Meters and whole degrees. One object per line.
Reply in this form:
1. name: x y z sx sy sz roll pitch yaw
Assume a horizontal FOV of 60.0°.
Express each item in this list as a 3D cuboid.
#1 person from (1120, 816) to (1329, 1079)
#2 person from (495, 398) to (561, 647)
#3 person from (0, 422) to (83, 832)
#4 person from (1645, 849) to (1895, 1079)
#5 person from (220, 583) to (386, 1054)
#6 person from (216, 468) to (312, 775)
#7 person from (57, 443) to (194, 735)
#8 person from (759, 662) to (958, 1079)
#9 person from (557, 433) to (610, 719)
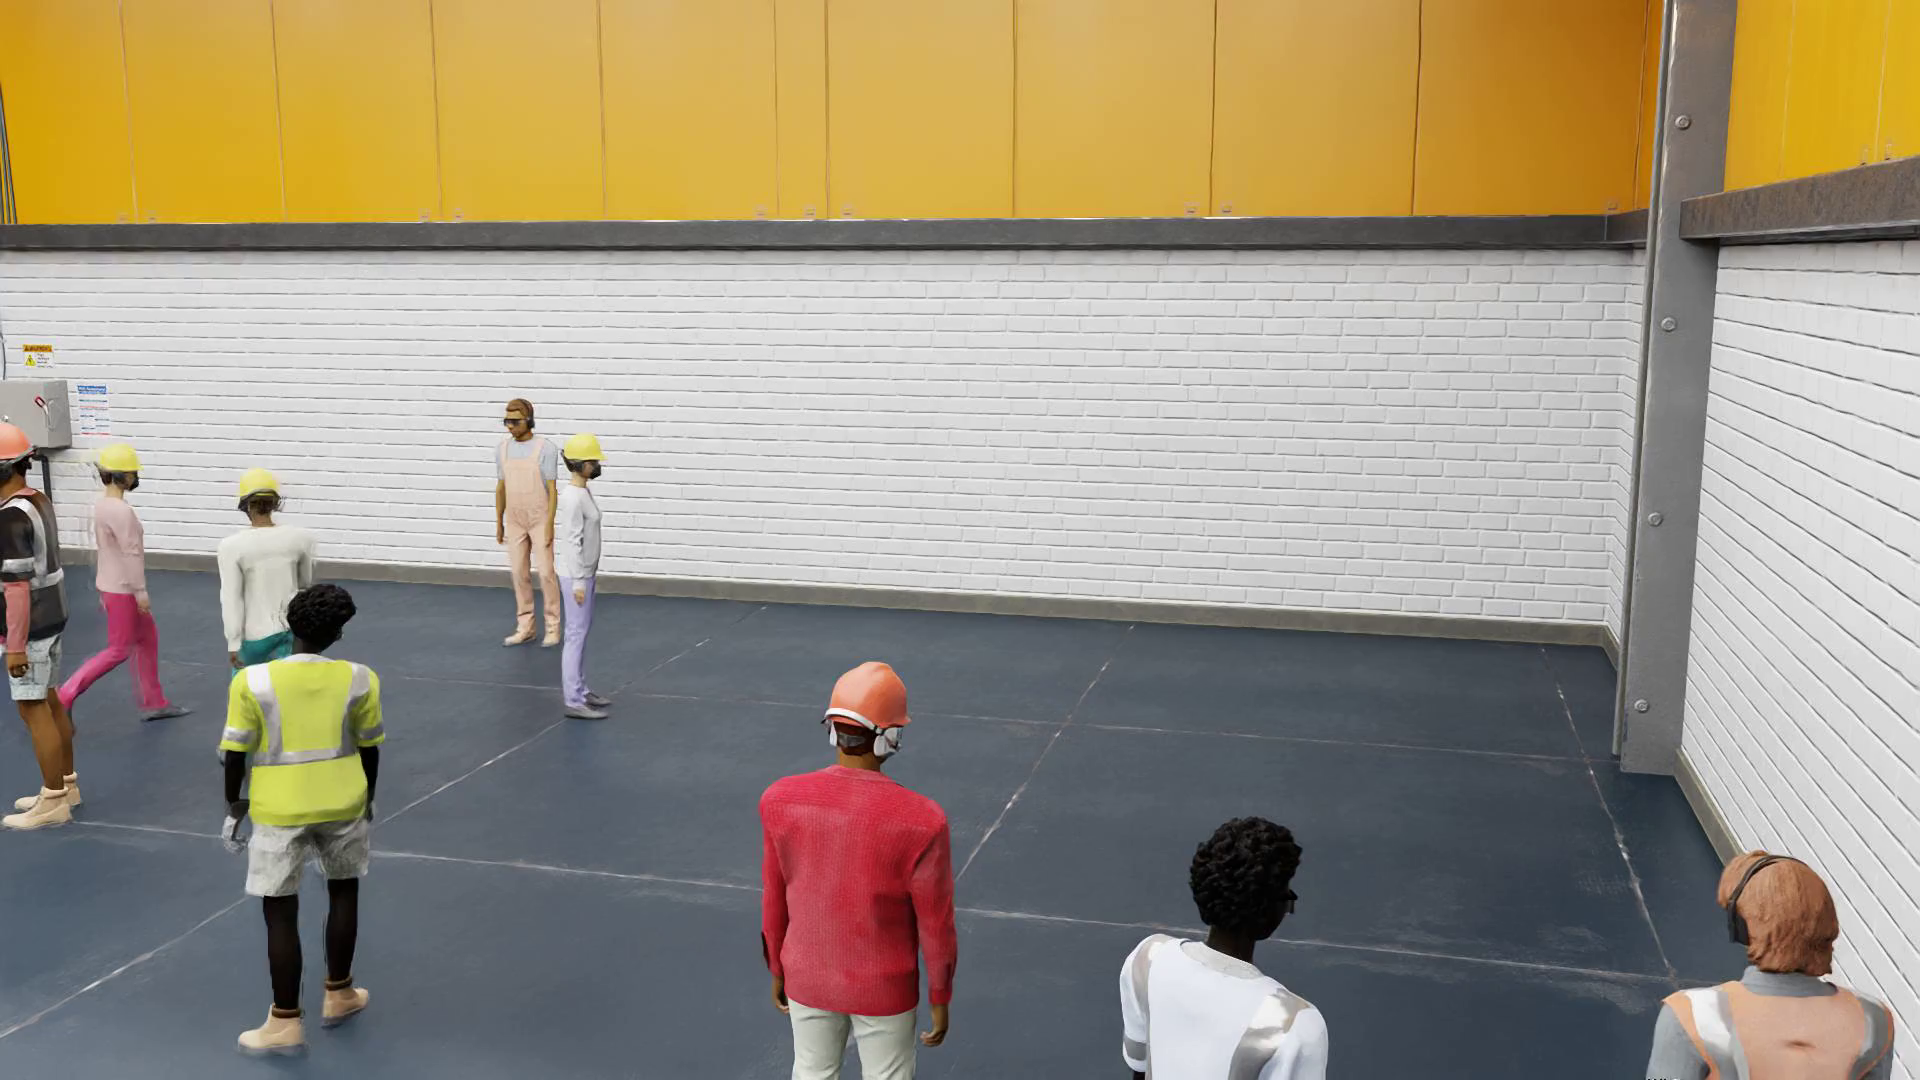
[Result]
1. person: 0.556 1.408 3.528 0.319 1.687 0.538 -8 13 -40
2. person: -3.148 -0.122 12.109 0.520 1.831 0.342 2 10 13
3. person: -4.663 0.428 8.270 0.402 2.036 0.613 -3 10 -17
4. person: 1.648 1.449 3.454 0.527 1.630 0.313 -1 10 -5
5. person: -2.360 0.997 6.026 0.606 1.659 0.384 -7 12 -36
6. person: -3.710 0.485 8.886 0.529 1.739 0.870 -9 13 -43
7. person: -5.091 0.291 9.951 0.771 1.737 0.518 -7 12 -35
8. person: -0.273 1.196 4.626 0.573 1.737 0.354 3 10 17
9. person: -2.326 0.216 10.310 0.326 1.767 0.532 -1 10 -6
